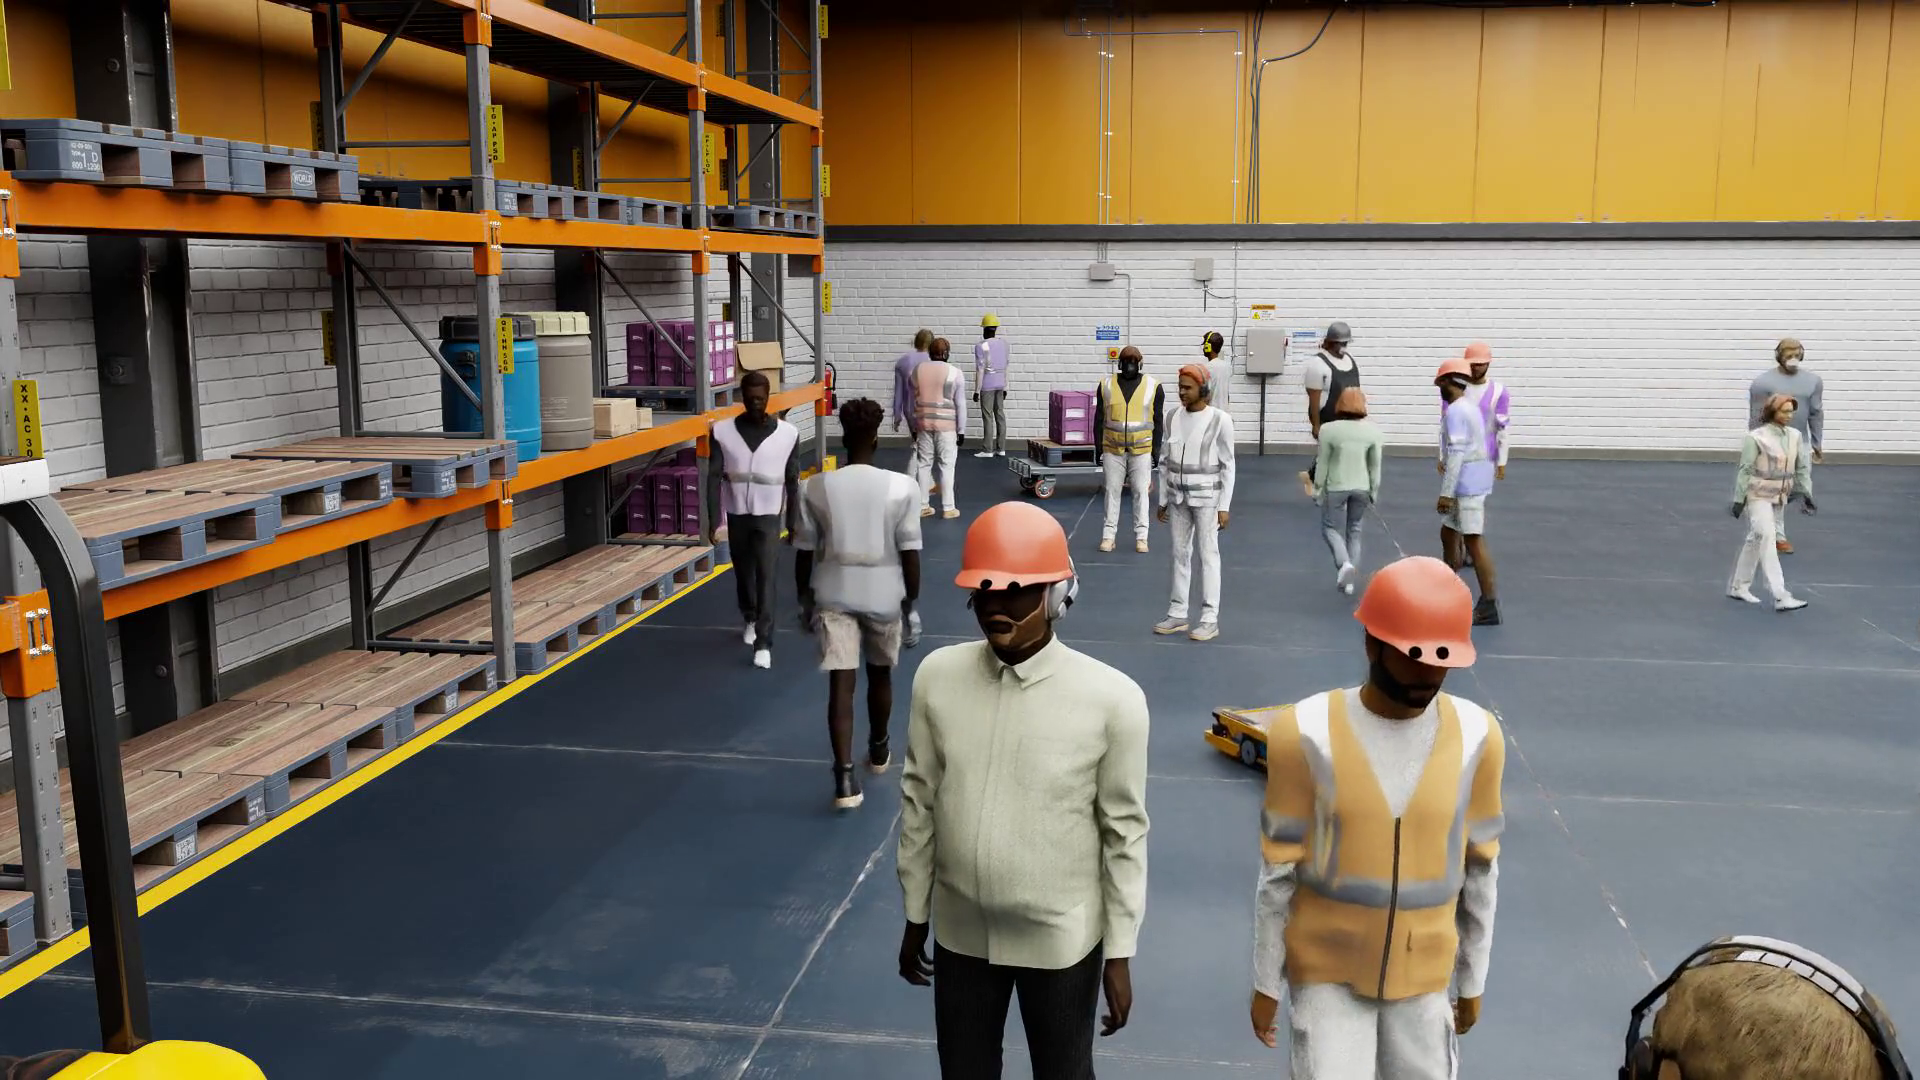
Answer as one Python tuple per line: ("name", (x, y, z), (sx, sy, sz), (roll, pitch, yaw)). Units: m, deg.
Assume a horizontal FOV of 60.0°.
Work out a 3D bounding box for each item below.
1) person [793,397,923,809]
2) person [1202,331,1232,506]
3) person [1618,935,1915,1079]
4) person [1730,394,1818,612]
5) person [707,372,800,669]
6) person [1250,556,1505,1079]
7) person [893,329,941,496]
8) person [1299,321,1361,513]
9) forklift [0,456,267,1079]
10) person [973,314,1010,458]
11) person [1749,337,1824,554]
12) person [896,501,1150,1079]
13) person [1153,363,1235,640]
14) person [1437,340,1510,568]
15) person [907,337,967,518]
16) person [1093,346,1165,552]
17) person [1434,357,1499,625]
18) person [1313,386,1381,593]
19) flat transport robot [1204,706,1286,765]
("person", (-0.489, 0.272, 7.968), (0.620, 1.916, 0.997), (0, 9, 0))
("person", (2.663, -1.267, 17.587), (0.336, 1.873, 0.521), (8, 12, 42))
("person", (0.703, 1.292, 1.607), (0.628, 1.937, 0.378), (3, 10, 16))
("person", (6.041, -0.273, 12.288), (0.524, 1.597, 0.825), (-4, 10, -26))
("person", (-1.331, -0.171, 10.839), (0.588, 1.875, 1.025), (0, 9, -1))
("person", (0.946, 0.945, 3.870), (0.564, 1.907, 0.734), (0, 9, 1))
("person", (-0.430, -1.349, 18.088), (0.635, 1.883, 1.054), (5, 10, 27))
("person", (3.846, -1.318, 17.377), (0.701, 2.000, 0.786), (-6, 11, -35))
("forklift", (-2.328, 0.975, 2.765), (2.313, 2.155, 1.214), (1, 9, 9))
("person", (0.410, -2.056, 22.280), (0.585, 1.928, 0.365), (-8, 12, -42))
("person", (7.390, -0.868, 14.964), (0.635, 1.922, 0.756), (0, 9, -1))
("person", (0.127, 0.898, 3.849), (0.611, 1.996, 0.378), (4, 10, 24))
("person", (1.594, -0.262, 11.342), (0.585, 1.882, 0.337), (9, 13, 43))
("person", (4.293, -0.699, 13.917), (0.570, 1.919, 0.649), (3, 10, 17))
("person", (-0.222, -1.133, 16.892), (0.618, 1.836, 0.431), (3, 10, 21))
("person", (1.496, -0.807, 14.833), (0.627, 1.846, 0.429), (2, 9, 10))
("person", (3.587, -0.359, 11.945), (0.742, 1.877, 0.586), (4, 10, 26))
("person", (2.996, -0.368, 12.796), (0.510, 1.621, 0.485), (-1, 9, -3))
("flat transport robot", (1.872, 1.050, 8.215), (0.652, 0.197, 1.431), (-4, 10, -24))
